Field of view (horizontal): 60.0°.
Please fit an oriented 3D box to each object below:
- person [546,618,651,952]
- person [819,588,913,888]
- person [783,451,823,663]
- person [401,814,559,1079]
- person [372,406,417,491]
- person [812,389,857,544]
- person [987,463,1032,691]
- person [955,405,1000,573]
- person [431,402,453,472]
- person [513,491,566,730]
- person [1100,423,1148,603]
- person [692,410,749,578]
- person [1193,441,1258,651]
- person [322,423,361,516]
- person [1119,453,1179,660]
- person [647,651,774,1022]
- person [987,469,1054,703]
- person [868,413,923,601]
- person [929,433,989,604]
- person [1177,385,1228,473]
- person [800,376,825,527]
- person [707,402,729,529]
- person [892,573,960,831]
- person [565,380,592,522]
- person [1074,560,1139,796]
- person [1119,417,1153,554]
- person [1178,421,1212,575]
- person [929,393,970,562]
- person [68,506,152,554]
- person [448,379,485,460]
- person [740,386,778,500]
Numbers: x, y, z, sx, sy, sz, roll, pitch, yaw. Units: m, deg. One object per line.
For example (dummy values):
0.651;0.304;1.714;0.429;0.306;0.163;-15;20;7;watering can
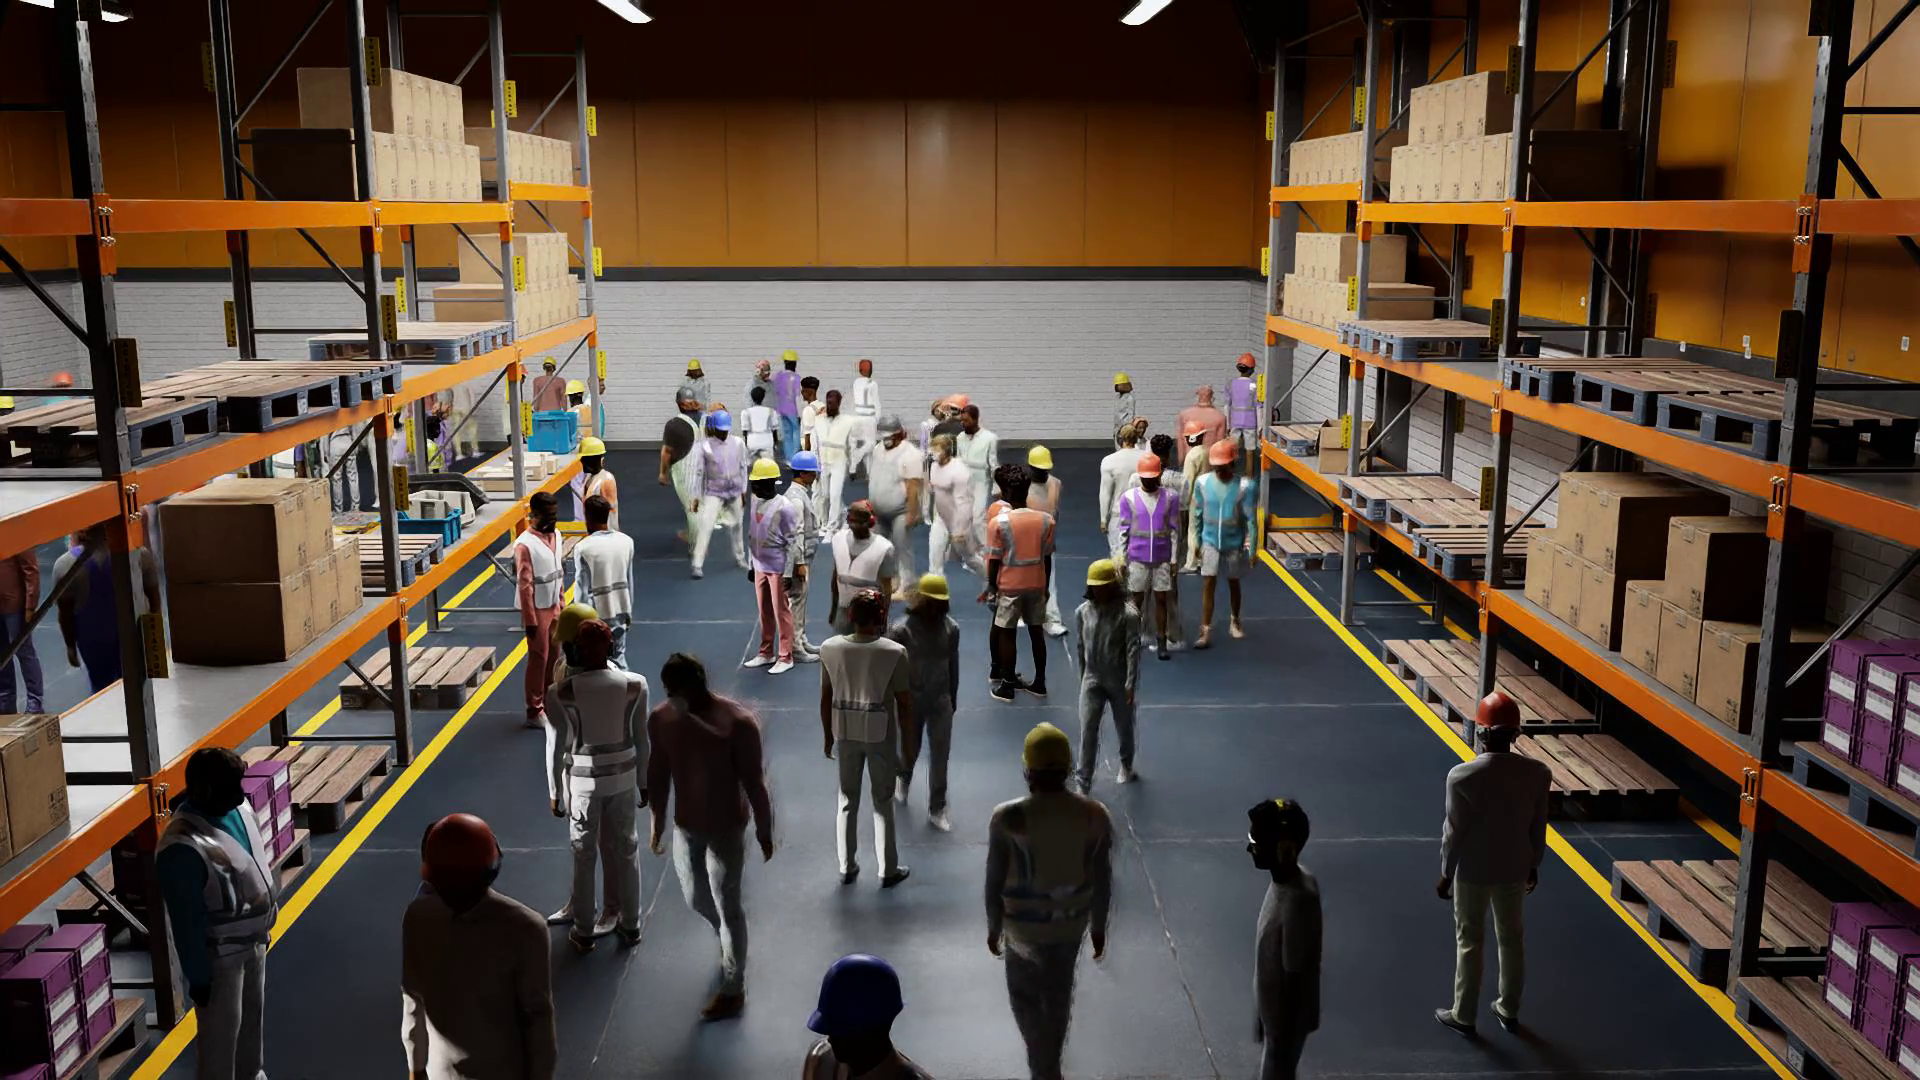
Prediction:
-1.993;1.358;9.236;0.576;1.880;0.350;-5;12;-22;person
-0.571;1.204;10.083;0.575;1.843;0.375;3;12;16;person
-1.444;0.150;15.148;0.413;1.939;0.605;0;11;-1;person
-1.762;1.936;6.079;0.617;1.986;0.411;3;12;17;person
-6.644;-0.739;19.685;0.588;1.912;0.409;-1;11;-3;person
-1.548;-0.952;20.784;0.595;1.896;0.856;6;13;28;person
0.417;0.310;14.263;0.367;1.966;0.603;-3;12;-15;person
0.177;-0.592;18.972;0.505;1.895;0.641;-11;16;-43;person
-6.722;-0.978;21.574;0.319;1.631;0.524;-4;12;-19;person
-3.320;0.551;13.211;0.405;1.909;0.597;3;12;14;person
1.730;-0.244;17.151;0.624;1.931;0.378;-4;12;-20;person
-2.738;-0.527;18.679;0.781;1.899;0.557;-6;13;-29;person
2.504;0.034;15.681;0.631;1.983;0.894;5;12;22;person
-8.326;-1.186;22.345;0.485;1.737;0.320;-11;16;-43;person
1.722;0.154;15.170;0.548;1.924;0.387;0;11;0;person
-1.270;1.465;8.669;0.696;1.898;0.736;4;12;18;person
0.500;0.381;13.942;0.603;1.957;0.385;-5;12;-25;person
-0.711;-0.368;17.476;0.715;2.000;0.540;10;15;40;person
0.004;-0.194;17.050;1.018;1.884;0.637;-8;14;-36;person
3.069;-1.024;21.159;0.660;1.887;0.730;3;12;16;person
-1.896;-1.158;21.663;0.381;1.958;0.606;3;12;15;person
-3.127;-0.968;21.507;0.276;1.633;0.507;5;12;25;person
-0.231;1.047;11.227;0.496;1.712;0.659;-3;12;-13;person
-4.914;-1.105;21.497;0.399;1.912;0.596;5;12;23;person
1.036;0.962;11.668;0.501;1.701;0.890;5;12;22;person
2.123;-0.662;19.959;0.514;1.641;0.309;-6;13;-28;person
2.646;-0.479;18.799;0.355;1.737;0.576;7;13;32;person
0.010;-0.751;19.611;0.599;1.950;0.922;10;15;40;person
-7.461;0.284;14.650;0.653;1.871;0.959;-10;15;-40;person
-8.142;-2.139;27.427;0.530;1.612;0.652;3;12;14;person
-2.783;-1.314;23.183;0.530;1.654;0.867;-3;12;-14;person
